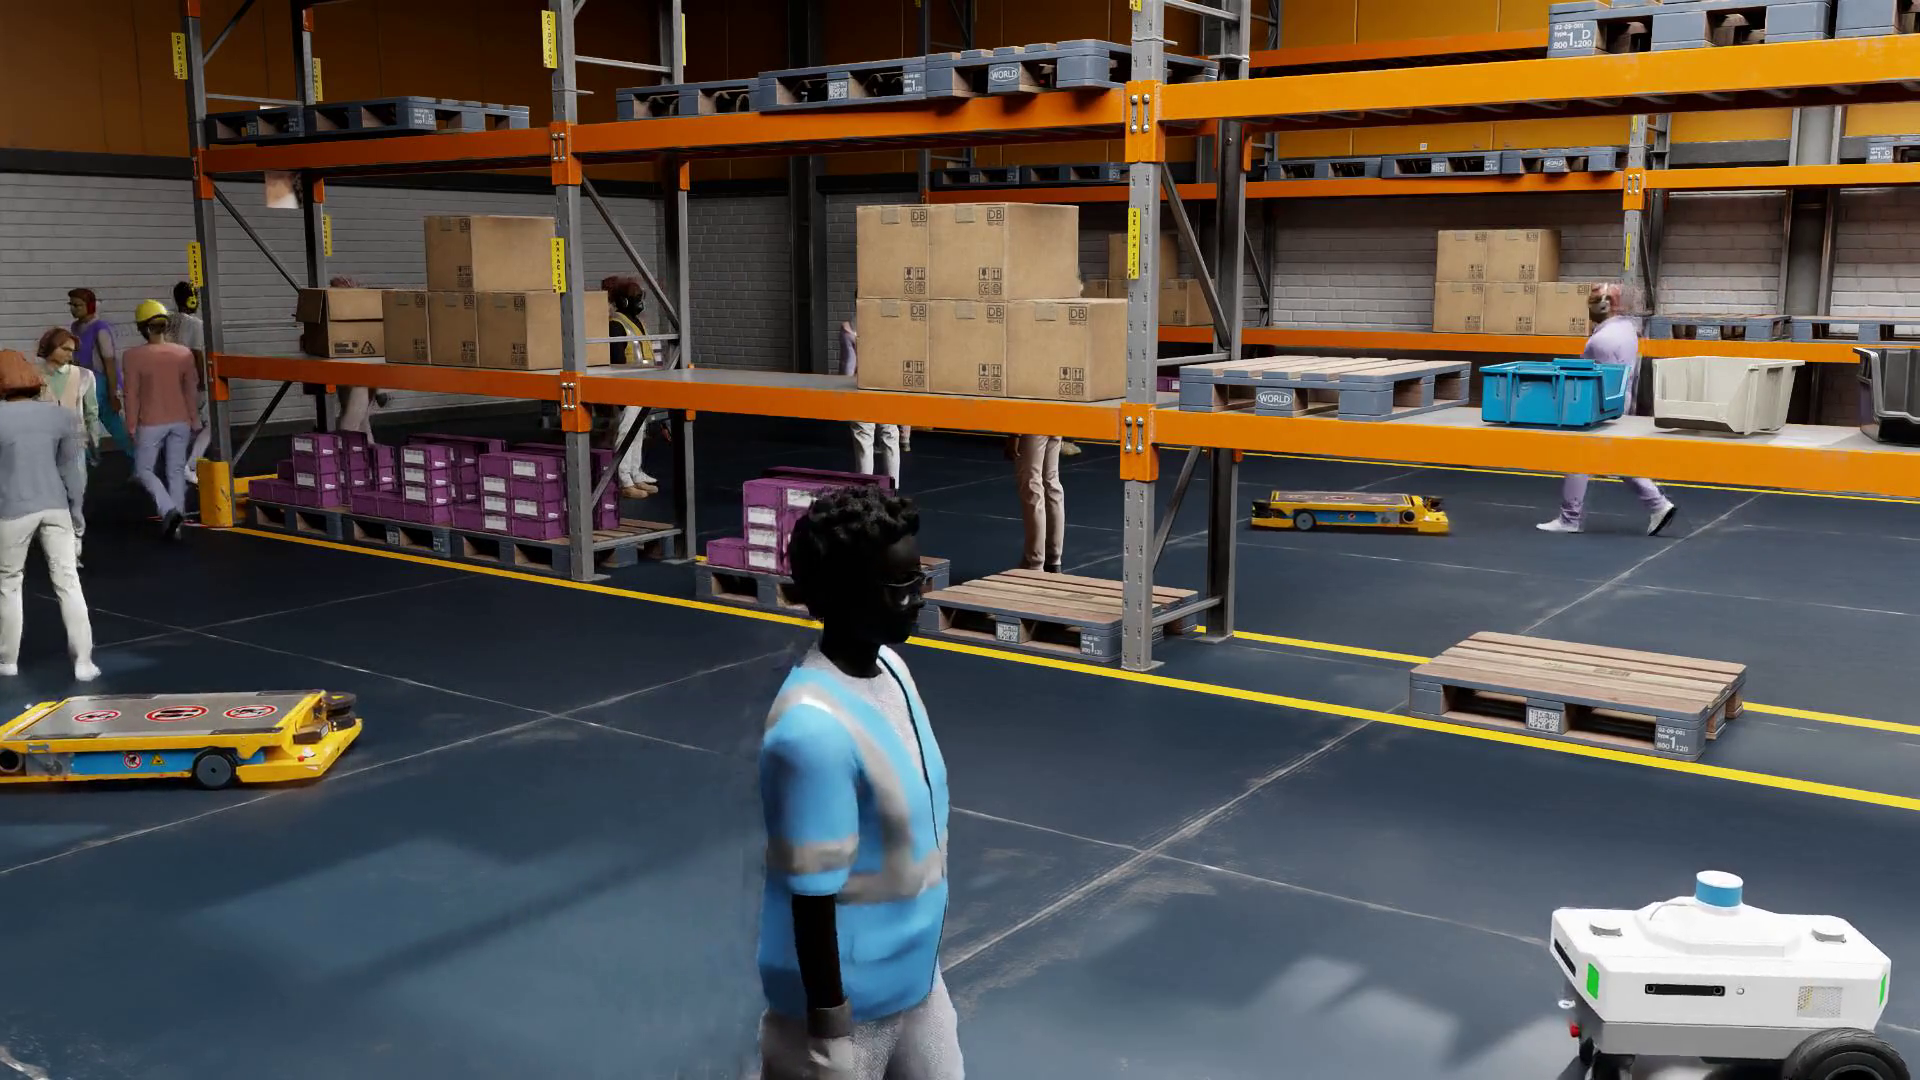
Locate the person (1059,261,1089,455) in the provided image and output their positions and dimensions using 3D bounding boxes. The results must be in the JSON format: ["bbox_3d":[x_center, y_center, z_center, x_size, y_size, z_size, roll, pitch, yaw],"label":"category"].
[{"bbox_3d":[1.183,-1.892,17.305,0.703,2.000,0.599,-8,13,-41],"label":"person"}]

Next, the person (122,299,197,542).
[{"bbox_3d":[-5.657,-0.828,11.827,0.500,1.754,0.536,8,12,39],"label":"person"}]

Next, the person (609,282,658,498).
[{"bbox_3d":[-2.816,-1.285,14.282,0.429,1.842,0.634,1,10,7],"label":"person"}]

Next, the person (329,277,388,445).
[{"bbox_3d":[-5.279,-1.323,14.389,0.685,1.879,0.612,9,13,42],"label":"person"}]

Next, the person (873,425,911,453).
[{"bbox_3d":[-0.725,-1.909,17.537,0.375,1.997,0.612,7,12,38],"label":"person"}]

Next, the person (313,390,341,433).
[{"bbox_3d":[-6.703,-1.780,17.900,0.519,1.626,0.565,3,10,17],"label":"person"}]

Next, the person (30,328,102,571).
[{"bbox_3d":[-6.003,-0.608,11.031,0.558,1.582,0.894,-6,11,-34],"label":"person"}]

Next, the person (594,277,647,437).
[{"bbox_3d":[-3.984,-2.071,18.978,0.840,1.838,0.598,0,10,2],"label":"person"}]

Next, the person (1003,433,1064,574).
[{"bbox_3d":[0.468,-0.708,10.393,0.376,1.995,0.612,5,11,30],"label":"person"}]

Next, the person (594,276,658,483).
[{"bbox_3d":[-3.052,-1.439,15.079,0.524,1.887,0.655,3,10,15],"label":"person"}]

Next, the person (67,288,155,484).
[{"bbox_3d":[-7.698,-1.337,14.776,1.024,1.784,0.578,-9,13,-42],"label":"person"}]

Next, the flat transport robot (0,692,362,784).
[{"bbox_3d":[-3.200,0.786,6.617,1.431,0.197,0.652,-1,10,-6],"label":"flat transport robot"}]

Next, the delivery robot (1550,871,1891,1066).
[{"bbox_3d":[1.802,1.039,3.988,0.707,0.478,0.477,1,10,4],"label":"delivery robot"}]

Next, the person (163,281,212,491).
[{"bbox_3d":[-6.797,-1.338,14.610,0.543,1.850,0.402,2,10,14],"label":"person"}]

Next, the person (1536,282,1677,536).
[{"bbox_3d":[4.798,-0.951,12.208,0.880,1.874,0.646,8,12,39],"label":"person"}]

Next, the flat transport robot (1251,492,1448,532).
[{"bbox_3d":[2.950,-0.227,12.652,1.431,0.197,0.652,2,10,12],"label":"flat transport robot"}]

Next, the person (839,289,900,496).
[{"bbox_3d":[-0.732,-1.164,13.589,0.619,1.837,0.430,-6,11,-33],"label":"person"}]

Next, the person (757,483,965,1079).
[{"bbox_3d":[-0.248,0.722,2.849,0.807,1.666,0.536,2,10,14],"label":"person"}]

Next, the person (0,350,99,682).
[{"bbox_3d":[-4.513,-0.112,8.041,0.695,1.595,0.532,6,11,30],"label":"person"}]
